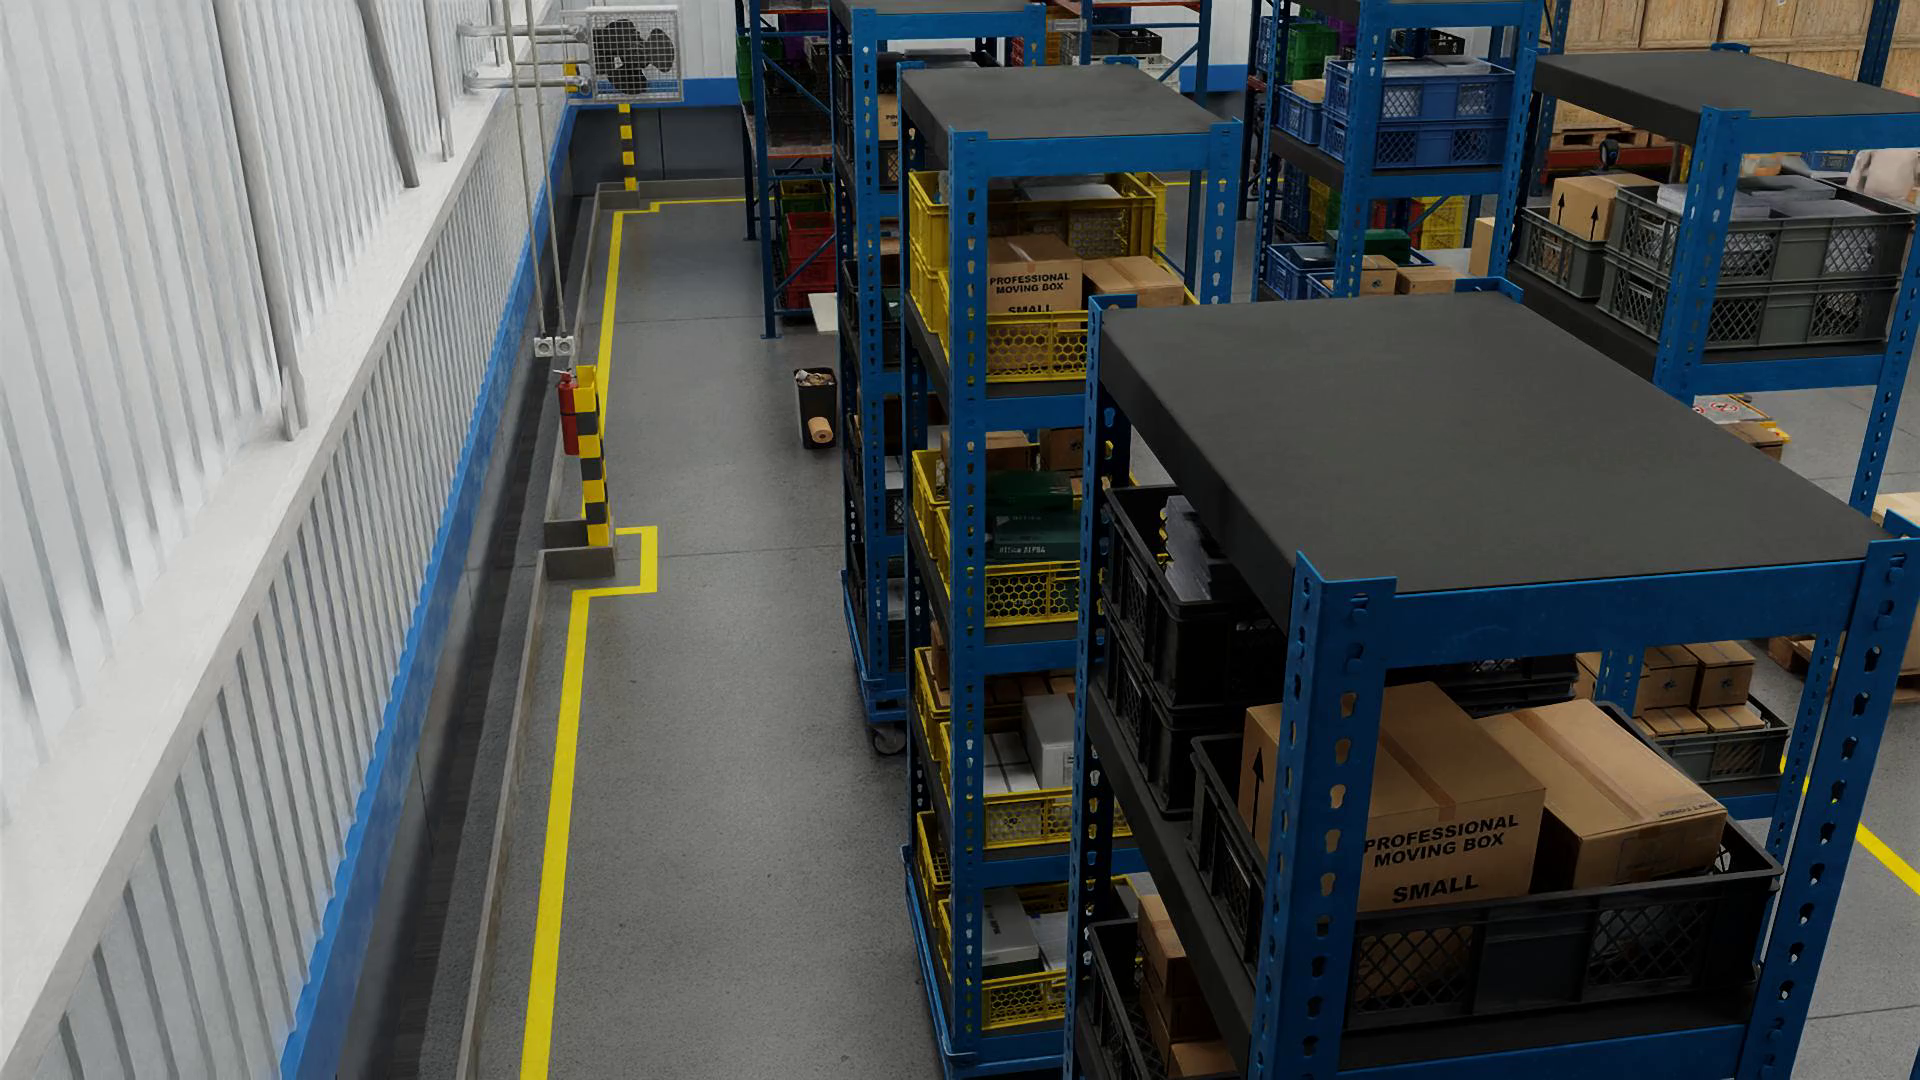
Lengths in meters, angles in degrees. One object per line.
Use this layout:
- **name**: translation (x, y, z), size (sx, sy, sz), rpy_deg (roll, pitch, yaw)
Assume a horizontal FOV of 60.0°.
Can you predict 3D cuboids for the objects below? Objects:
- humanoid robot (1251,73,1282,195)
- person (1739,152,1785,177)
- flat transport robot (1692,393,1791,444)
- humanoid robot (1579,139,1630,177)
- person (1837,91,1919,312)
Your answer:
- **humanoid robot**: translation (3.579, -4.782, 18.991), size (0.589, 1.657, 0.327), rpy_deg (-4, 25, -9)
- **person**: translation (7.516, -3.401, 15.760), size (0.592, 1.889, 0.692), rpy_deg (-17, 30, -33)
- **flat transport robot**: translation (5.224, -0.859, 12.132), size (1.431, 0.197, 0.652), rpy_deg (-4, 25, -8)
- **humanoid robot**: translation (5.437, -2.595, 14.238), size (0.589, 1.657, 0.327), rpy_deg (-4, 25, -9)
- **person**: translation (8.259, -3.039, 14.917), size (1.061, 1.928, 0.618), rpy_deg (-17, 30, -33)
